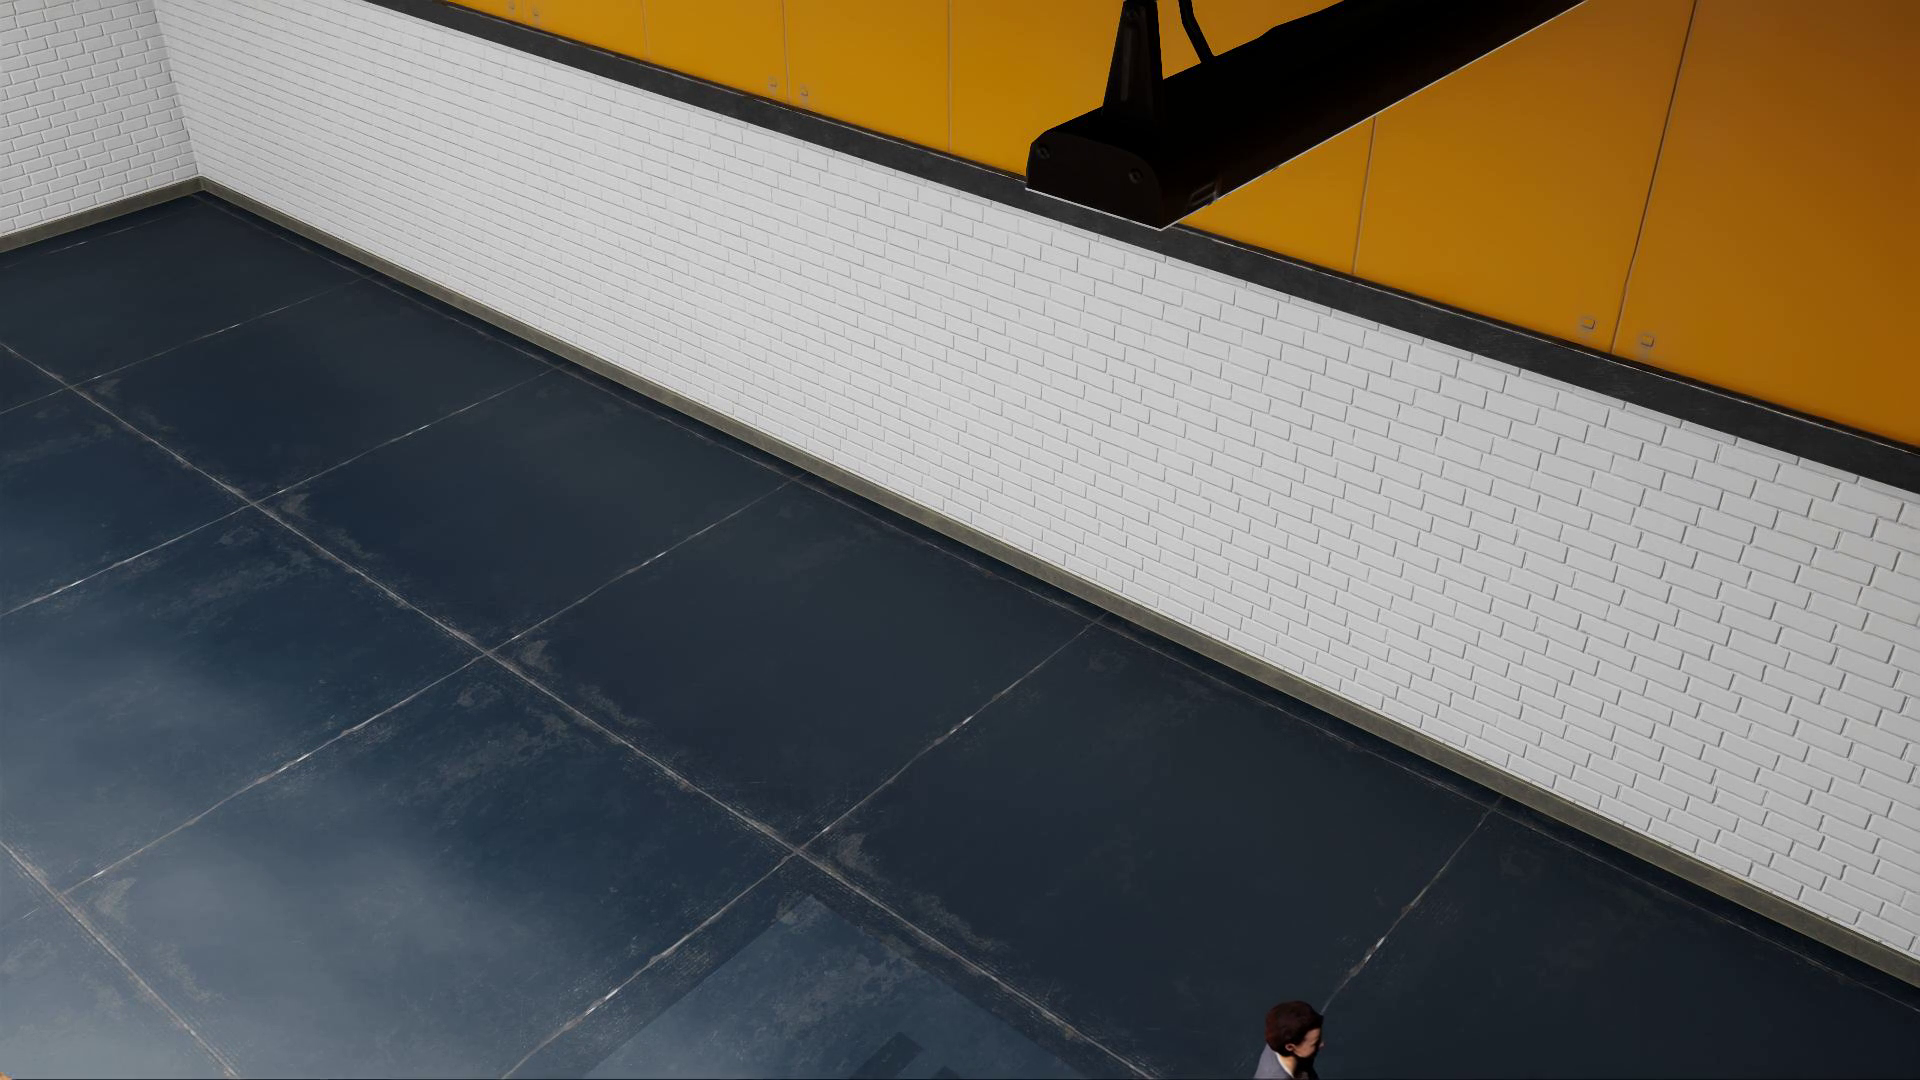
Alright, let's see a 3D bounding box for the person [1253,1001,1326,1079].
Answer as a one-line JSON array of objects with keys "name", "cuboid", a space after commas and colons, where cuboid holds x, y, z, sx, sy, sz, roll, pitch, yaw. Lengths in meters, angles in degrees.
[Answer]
[{"name": "person", "cuboid": [1.331, 2.603, 7.141, 0.730, 1.768, 0.600, 8, 34, 12]}]
